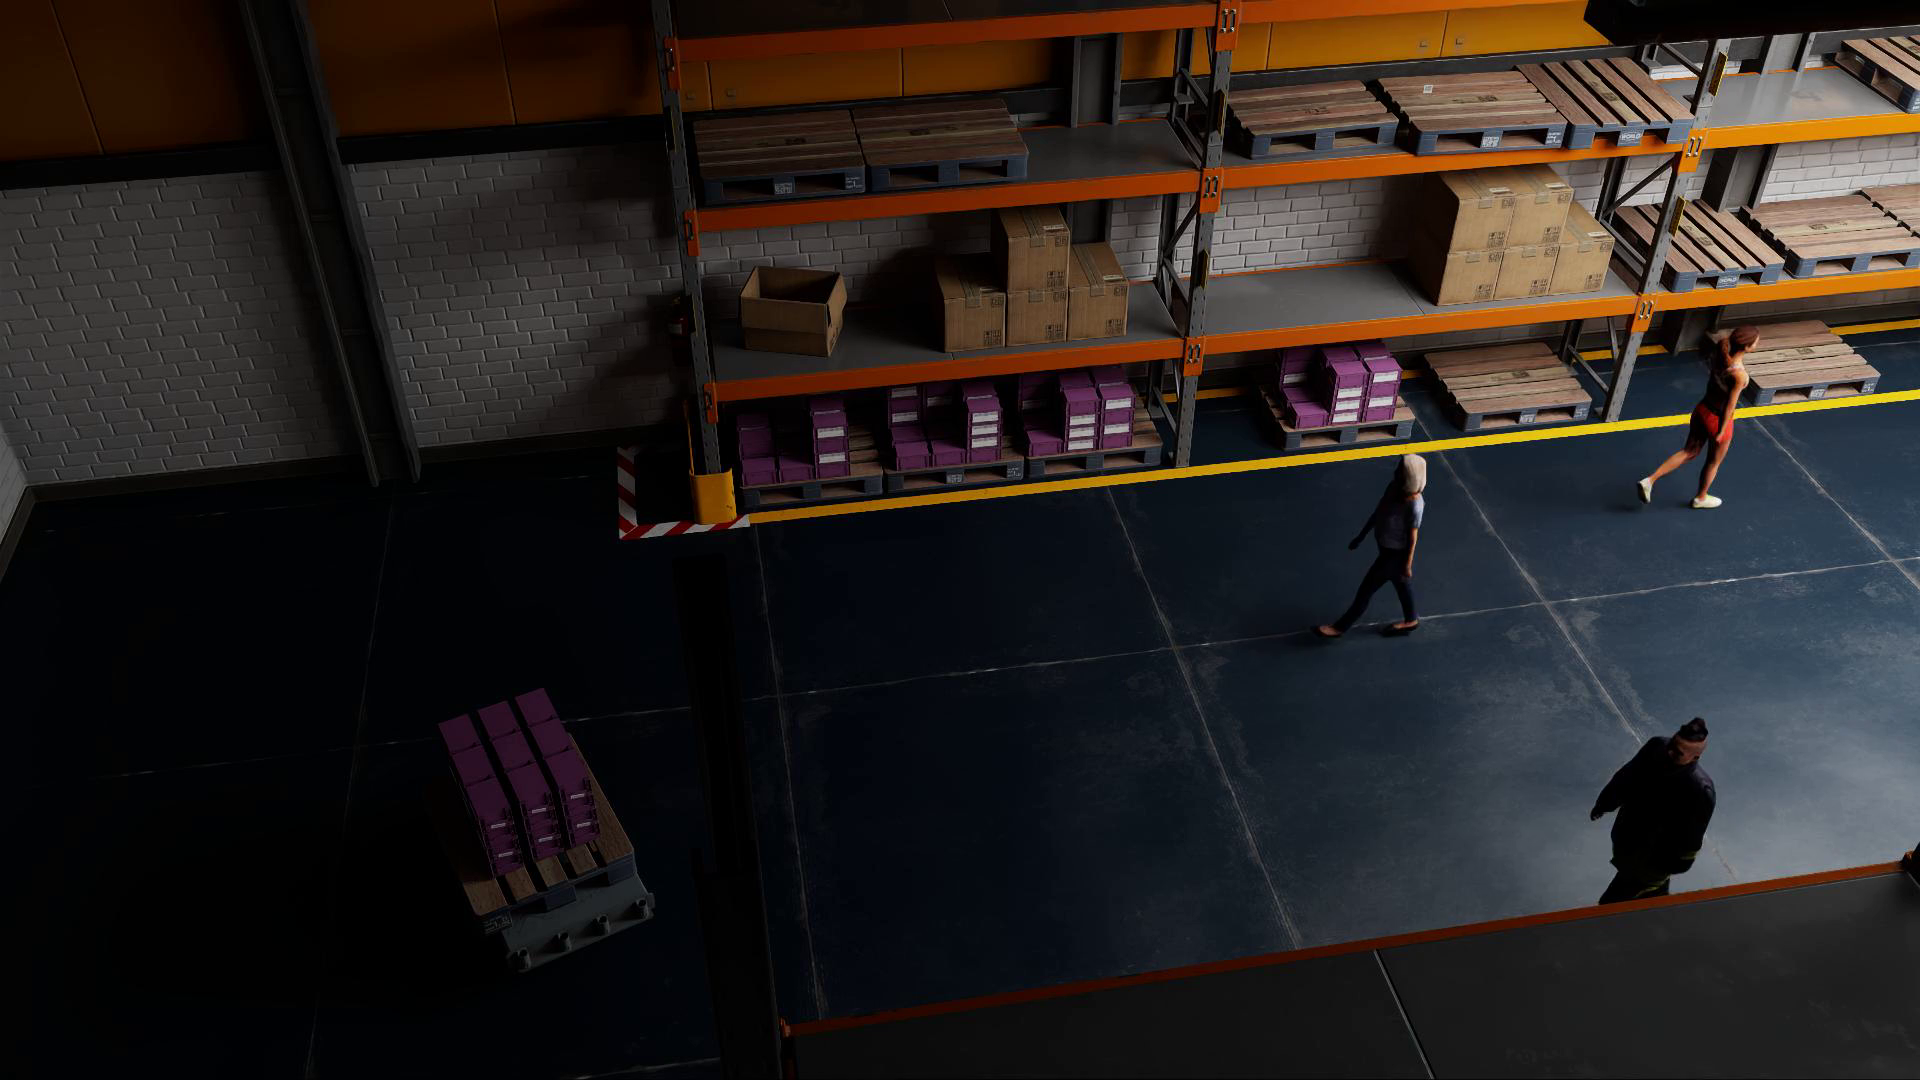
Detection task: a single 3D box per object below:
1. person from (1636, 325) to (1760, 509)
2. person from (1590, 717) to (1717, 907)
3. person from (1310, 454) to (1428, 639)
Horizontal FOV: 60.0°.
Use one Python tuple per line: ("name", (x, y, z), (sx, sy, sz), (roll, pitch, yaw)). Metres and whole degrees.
("person", (5.983, -0.955, 13.407), (1.015, 1.772, 0.583), (-7, 39, -8))
("person", (4.246, 1.723, 10.011), (1.120, 1.826, 0.777), (-8, 39, -9))
("person", (3.252, 0.077, 12.195), (1.097, 1.672, 0.642), (-3, 39, -3))
